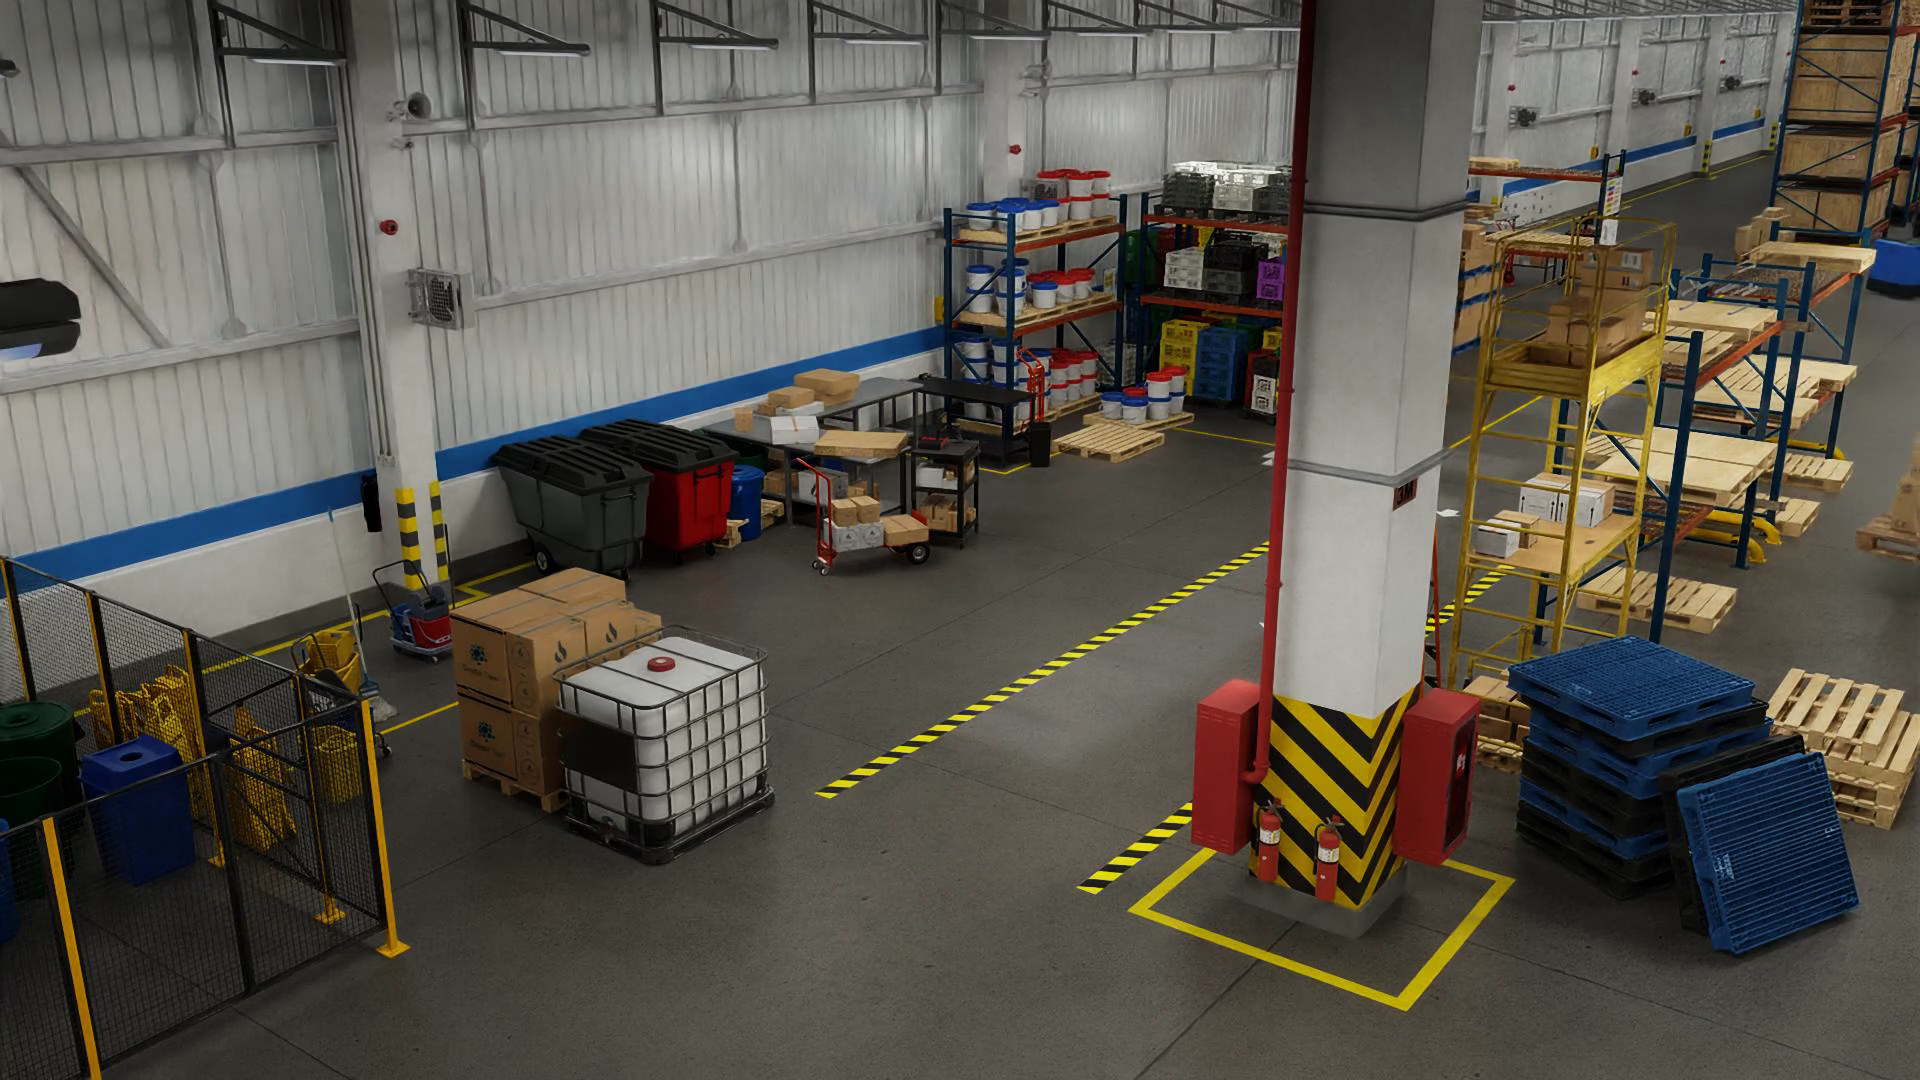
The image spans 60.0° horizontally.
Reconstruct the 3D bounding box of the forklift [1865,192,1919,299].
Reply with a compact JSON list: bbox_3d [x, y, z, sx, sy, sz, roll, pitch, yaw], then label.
[{"bbox_3d":[19.152,-6.220,32.657,1.873,2.768,1.129,-3,18,-10],"label":"forklift"}]
